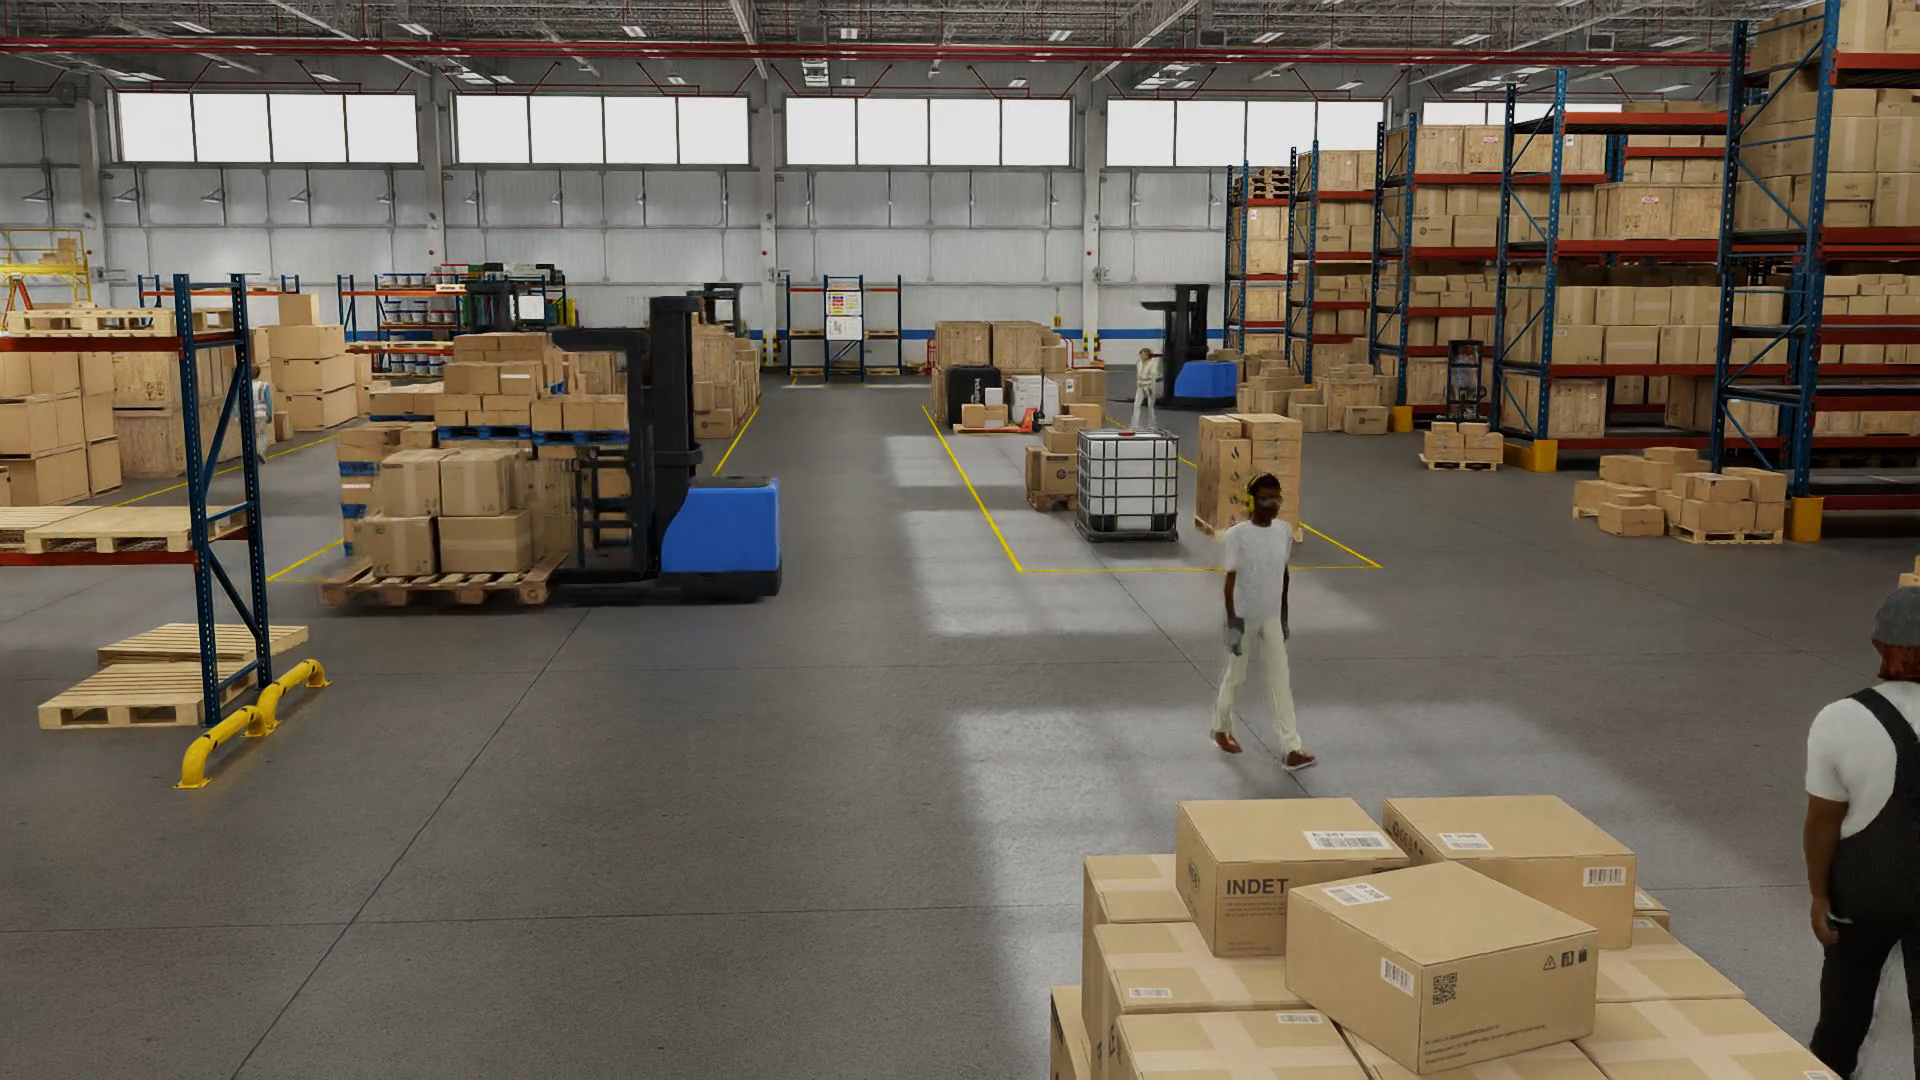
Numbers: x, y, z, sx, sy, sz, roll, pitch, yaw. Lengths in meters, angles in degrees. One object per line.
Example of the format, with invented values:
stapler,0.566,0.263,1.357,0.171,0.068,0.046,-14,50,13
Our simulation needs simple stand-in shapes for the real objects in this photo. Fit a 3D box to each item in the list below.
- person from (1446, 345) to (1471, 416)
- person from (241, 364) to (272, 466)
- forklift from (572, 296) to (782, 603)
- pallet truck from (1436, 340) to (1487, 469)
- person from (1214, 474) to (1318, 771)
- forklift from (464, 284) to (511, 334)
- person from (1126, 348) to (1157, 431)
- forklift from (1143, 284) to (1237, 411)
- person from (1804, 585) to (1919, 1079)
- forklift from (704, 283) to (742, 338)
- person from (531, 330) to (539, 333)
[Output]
person,9.159,-2.738,30.596,0.462,1.813,0.744,4,10,21
person,-11.131,-1.959,26.273,0.513,1.623,0.413,-1,9,-4
forklift,-2.641,-0.878,15.543,1.873,2.768,1.129,-1,9,-4
pallet truck,8.004,-2.170,26.422,0.823,1.965,1.885,2,9,14
person,1.862,0.496,10.246,0.554,1.814,0.994,-3,10,-20
forklift,-10.249,-4.177,36.257,1.129,2.768,1.873,2,9,9
person,3.523,-2.880,32.058,0.523,1.614,0.721,9,12,43
forklift,5.228,-4.367,37.451,1.873,2.768,1.129,8,12,40
person,3.220,1.116,5.651,0.680,2.000,1.010,4,10,21
forklift,-6.057,-5.205,42.715,1.129,2.768,1.873,3,10,18
person,-8.550,-3.273,33.569,0.642,1.927,0.645,1,9,6
